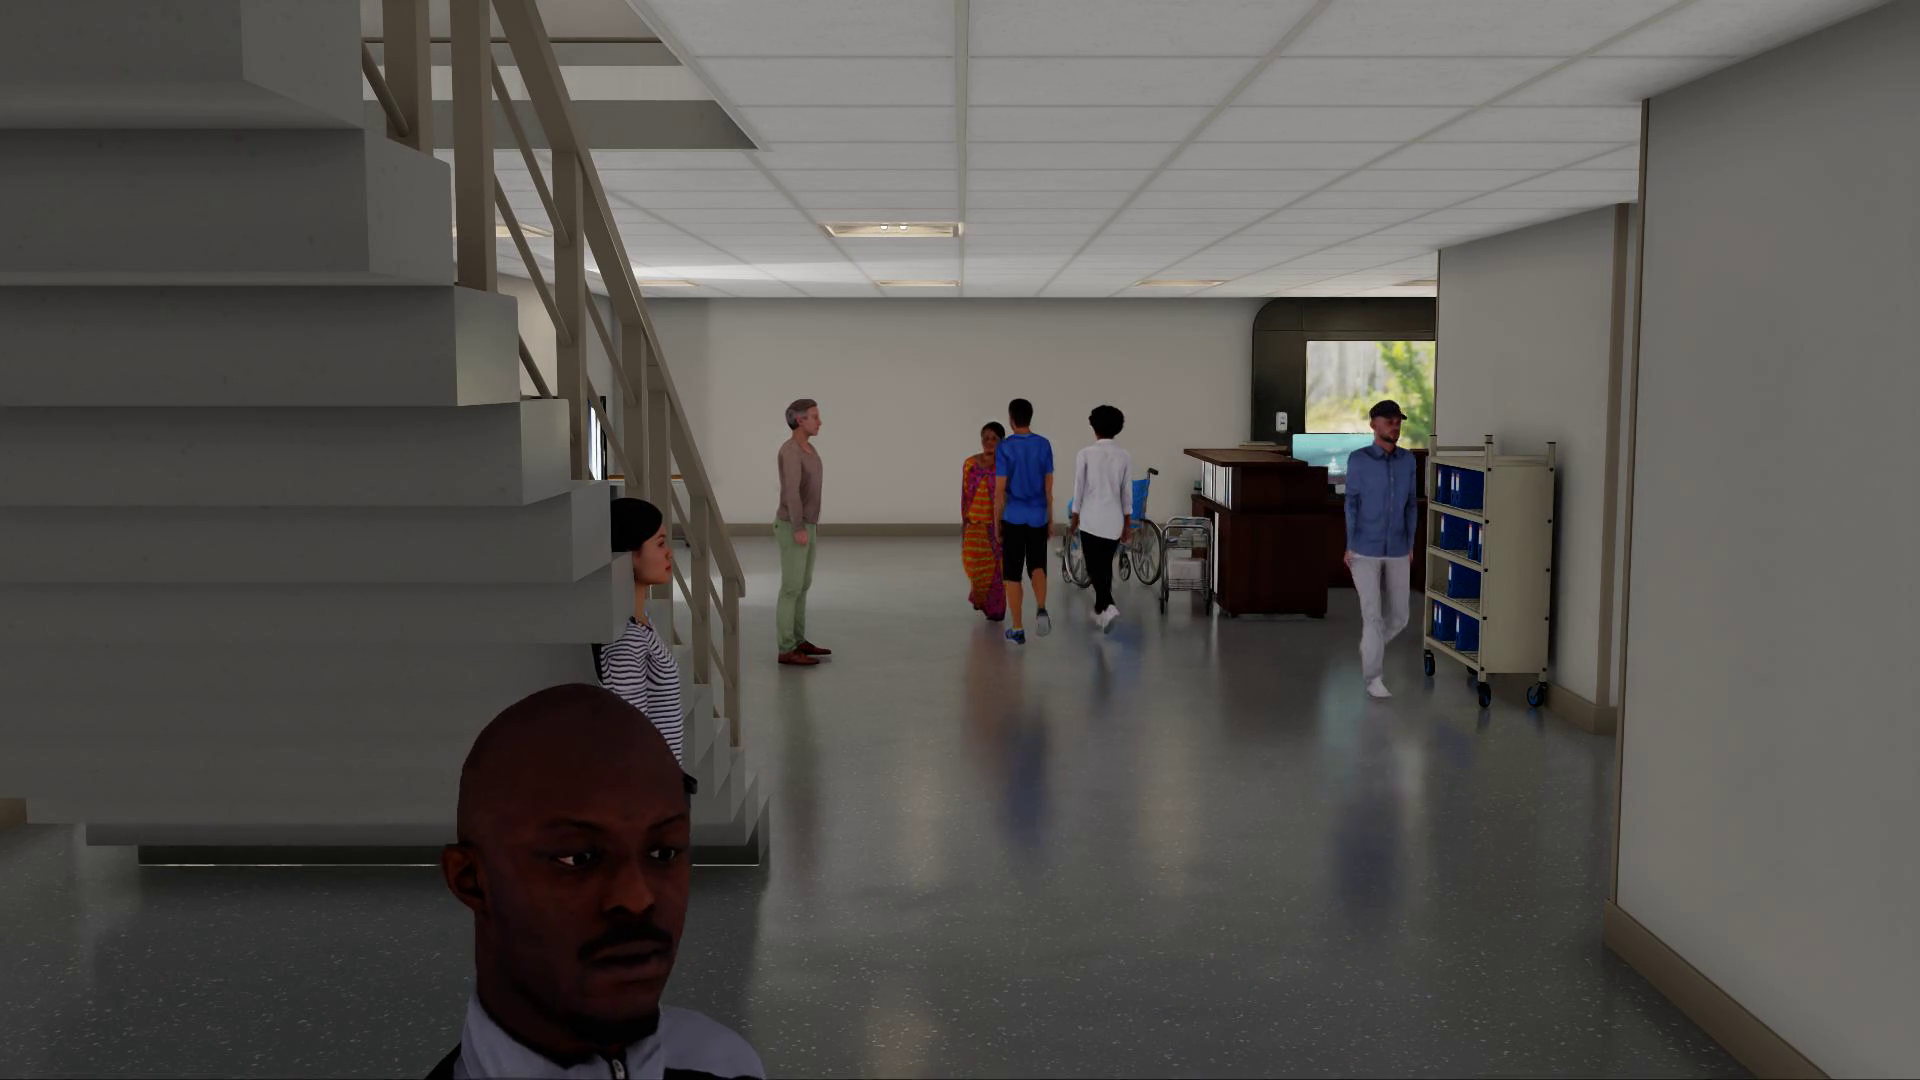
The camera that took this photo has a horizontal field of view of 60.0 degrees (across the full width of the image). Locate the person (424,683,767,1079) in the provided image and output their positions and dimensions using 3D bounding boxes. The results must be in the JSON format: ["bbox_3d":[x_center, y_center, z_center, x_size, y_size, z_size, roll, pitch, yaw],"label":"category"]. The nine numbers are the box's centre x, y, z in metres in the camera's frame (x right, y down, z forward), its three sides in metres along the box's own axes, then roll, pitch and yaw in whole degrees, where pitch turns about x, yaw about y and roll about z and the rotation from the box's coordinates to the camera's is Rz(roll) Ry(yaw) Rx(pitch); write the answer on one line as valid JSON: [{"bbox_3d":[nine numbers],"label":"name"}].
[{"bbox_3d":[-0.315,1.010,1.343,0.798,1.827,0.681,4,7,33],"label":"person"}]

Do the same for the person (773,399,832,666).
[{"bbox_3d":[-1.163,-0.071,11.875,0.771,1.869,0.597,1,6,11],"label":"person"}]

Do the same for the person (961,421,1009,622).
[{"bbox_3d":[0.262,-0.166,13.859,0.691,1.661,0.840,1,6,11],"label":"person"}]

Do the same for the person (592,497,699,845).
[{"bbox_3d":[-0.889,0.746,4.439,0.692,1.733,0.521,-1,6,-12],"label":"person"}]

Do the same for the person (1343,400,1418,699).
[{"bbox_3d":[2.647,0.053,10.622,0.742,1.874,0.886,-1,6,-10],"label":"person"}]

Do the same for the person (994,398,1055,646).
[{"bbox_3d":[0.512,-0.121,12.465,0.727,1.852,0.867,-1,6,-14],"label":"person"}]

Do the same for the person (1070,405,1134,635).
[{"bbox_3d":[1.130,-0.146,13.071,0.792,1.780,1.155,-1,6,-13],"label":"person"}]
